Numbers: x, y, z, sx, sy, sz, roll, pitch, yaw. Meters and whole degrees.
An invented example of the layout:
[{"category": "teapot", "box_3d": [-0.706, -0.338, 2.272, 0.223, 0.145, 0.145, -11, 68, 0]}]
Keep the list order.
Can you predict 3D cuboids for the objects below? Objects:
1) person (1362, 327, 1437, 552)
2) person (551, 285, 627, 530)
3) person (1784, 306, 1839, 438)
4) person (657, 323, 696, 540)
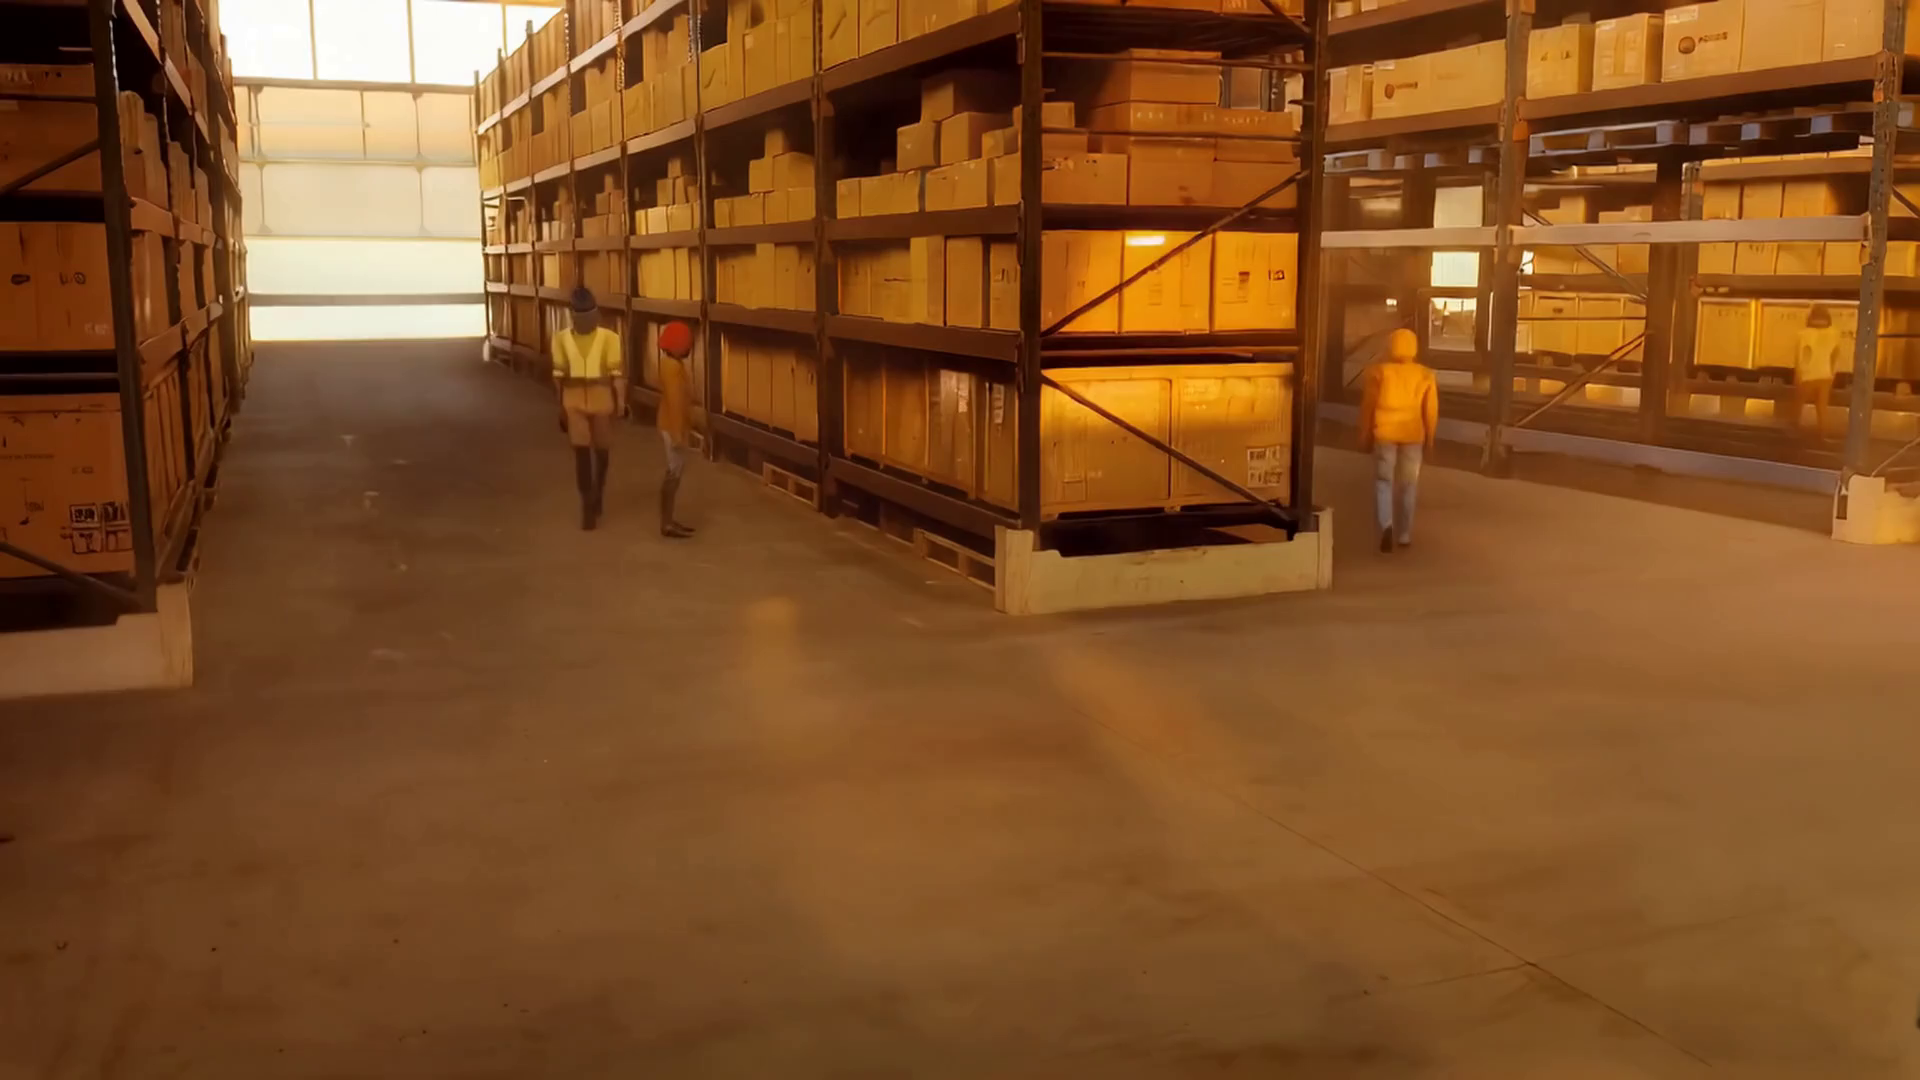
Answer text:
[{"category": "person", "box_3d": [3.153, -0.718, 11.949, 0.528, 1.613, 0.680, 2, 10, 11]}, {"category": "person", "box_3d": [-2.933, -1.065, 13.190, 0.558, 1.907, 0.907, -2, 10, -12]}, {"category": "person", "box_3d": [9.197, -1.724, 18.005, 0.527, 1.589, 0.845, 0, 9, -1]}, {"category": "person", "box_3d": [-2.139, -0.819, 12.530, 0.283, 1.624, 0.559, -1, 10, -5]}]
